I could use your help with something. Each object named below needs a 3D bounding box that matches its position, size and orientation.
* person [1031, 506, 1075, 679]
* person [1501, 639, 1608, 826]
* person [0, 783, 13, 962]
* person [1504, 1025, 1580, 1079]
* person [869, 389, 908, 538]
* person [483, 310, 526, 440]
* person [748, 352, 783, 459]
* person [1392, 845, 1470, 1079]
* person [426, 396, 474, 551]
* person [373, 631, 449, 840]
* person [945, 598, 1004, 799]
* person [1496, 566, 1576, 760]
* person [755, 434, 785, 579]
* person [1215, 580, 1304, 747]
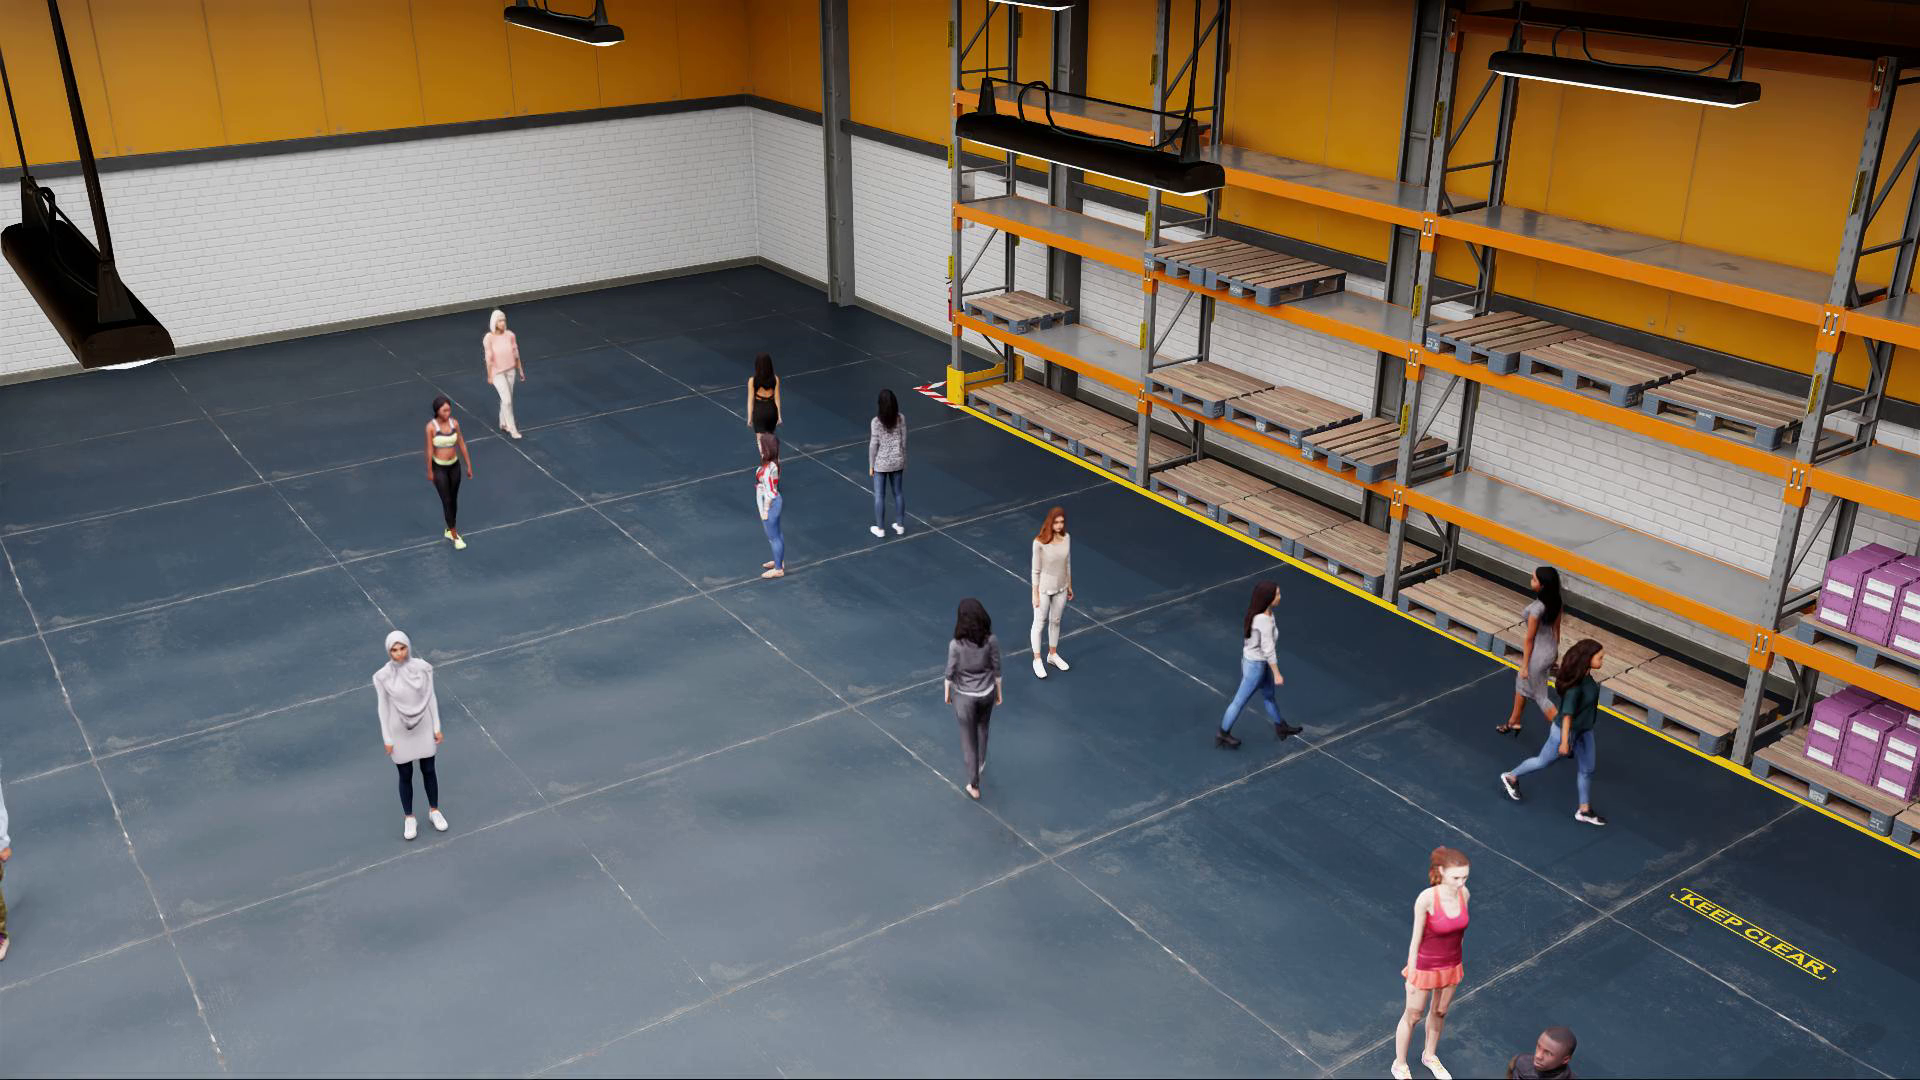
[{"bbox_3d":[0.854,0.458,15.852,0.617,1.706,0.569,-13,27,-27],"label":"person"},{"bbox_3d":[4.884,1.533,13.557,1.189,1.574,0.831,18,29,36],"label":"person"},{"bbox_3d":[-7.046,2.140,11.883,0.848,1.802,0.890,-3,24,-6],"label":"person"},{"bbox_3d":[3.115,3.381,9.004,0.762,1.836,0.495,-14,27,-30],"label":"person"},{"bbox_3d":[-0.812,-0.878,18.876,0.641,1.731,0.569,-12,26,-25],"label":"person"},{"bbox_3d":[-6.081,-2.219,21.982,0.952,1.700,0.715,20,30,38],"label":"person"},{"bbox_3d":[-2.376,-1.473,20.366,0.774,1.629,1.033,-6,24,-14],"label":"person"},{"bbox_3d":[3.037,2.720,10.624,0.620,1.749,0.614,-8,25,-18],"label":"person"},{"bbox_3d":[-5.798,-0.796,18.683,0.665,1.735,0.921,-19,30,-37],"label":"person"},{"bbox_3d":[-4.391,1.534,13.303,0.630,1.776,0.553,-12,26,-26],"label":"person"},{"bbox_3d":[0.140,1.345,13.773,0.807,1.745,0.943,-6,24,-13],"label":"person"},{"bbox_3d":[5.090,1.098,14.346,0.699,1.739,1.124,-19,30,-37],"label":"person"},{"bbox_3d":[-2.024,-0.381,17.887,0.723,1.613,0.630,1,24,1],"label":"person"},{"bbox_3d":[2.492,1.118,14.495,1.044,1.583,1.045,1,24,3],"label":"person"}]
